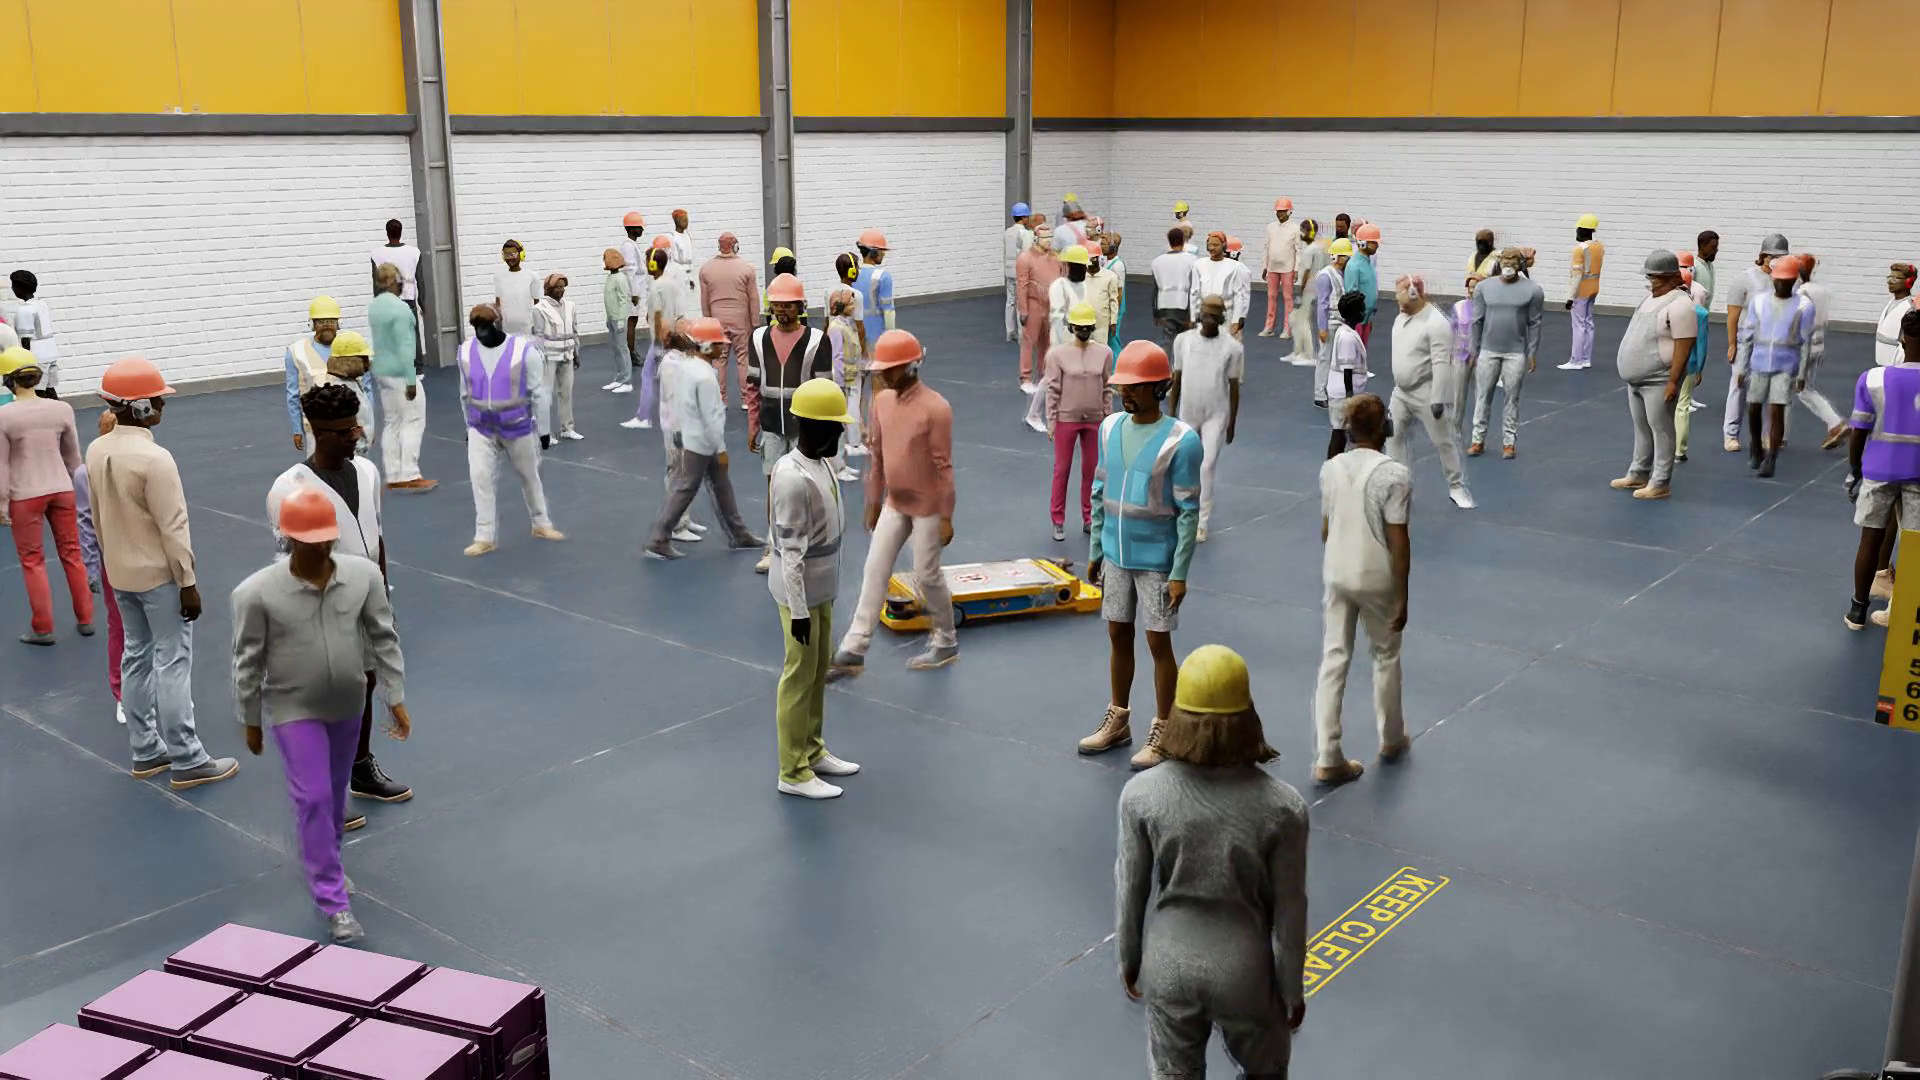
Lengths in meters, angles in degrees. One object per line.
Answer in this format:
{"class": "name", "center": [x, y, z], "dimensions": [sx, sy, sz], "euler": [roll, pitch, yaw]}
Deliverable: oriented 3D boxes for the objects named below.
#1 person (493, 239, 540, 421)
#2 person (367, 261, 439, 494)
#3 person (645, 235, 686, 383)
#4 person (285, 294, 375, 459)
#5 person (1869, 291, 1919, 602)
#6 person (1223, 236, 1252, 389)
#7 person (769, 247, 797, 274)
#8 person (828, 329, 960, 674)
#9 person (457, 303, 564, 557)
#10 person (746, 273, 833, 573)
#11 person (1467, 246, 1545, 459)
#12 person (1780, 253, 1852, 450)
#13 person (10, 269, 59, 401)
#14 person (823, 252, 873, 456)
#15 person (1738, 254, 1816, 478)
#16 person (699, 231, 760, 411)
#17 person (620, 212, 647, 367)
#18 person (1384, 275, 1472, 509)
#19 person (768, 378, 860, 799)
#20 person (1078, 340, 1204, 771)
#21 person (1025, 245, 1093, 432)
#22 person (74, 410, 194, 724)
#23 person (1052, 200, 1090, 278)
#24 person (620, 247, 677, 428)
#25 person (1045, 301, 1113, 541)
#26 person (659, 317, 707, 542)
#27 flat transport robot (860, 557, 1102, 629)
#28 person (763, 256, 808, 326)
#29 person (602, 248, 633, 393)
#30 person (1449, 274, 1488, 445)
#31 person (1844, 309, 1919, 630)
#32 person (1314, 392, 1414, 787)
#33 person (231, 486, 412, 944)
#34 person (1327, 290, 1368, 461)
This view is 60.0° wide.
{"class": "person", "center": [-4.550, -2.151, 17.114], "dimensions": [0.521, 1.874, 0.328], "euler": [1, 14, 2]}
{"class": "person", "center": [-4.708, -1.352, 13.858], "dimensions": [0.402, 1.907, 0.675], "euler": [-14, 19, -43]}
{"class": "person", "center": [-3.478, -2.705, 19.585], "dimensions": [0.568, 1.744, 0.349], "euler": [8, 16, 30]}
{"class": "person", "center": [-4.503, -0.841, 11.949], "dimensions": [0.590, 1.837, 0.404], "euler": [-8, 16, -29]}
{"class": "person", "center": [6.092, -0.613, 10.632], "dimensions": [0.379, 2.038, 0.608], "euler": [8, 16, 29]}
{"class": "person", "center": [3.130, -2.638, 19.300], "dimensions": [0.325, 1.748, 0.573], "euler": [-7, 16, -25]}
{"class": "person", "center": [-1.815, -2.184, 17.476], "dimensions": [0.341, 1.760, 0.525], "euler": [0, 14, 2]}
{"class": "person", "center": [-0.395, -0.184, 9.139], "dimensions": [0.816, 1.939, 0.647], "euler": [-12, 19, -40]}
{"class": "person", "center": [-3.253, -0.815, 11.956], "dimensions": [0.658, 1.805, 0.716], "euler": [1, 14, 3]}
{"class": "person", "center": [-1.157, -0.775, 11.258], "dimensions": [0.607, 2.048, 0.370], "euler": [3, 14, 11]}
{"class": "person", "center": [4.980, -1.712, 15.229], "dimensions": [0.628, 1.937, 0.374], "euler": [6, 15, 23]}
{"class": "person", "center": [7.943, -1.736, 15.504], "dimensions": [0.589, 1.858, 0.768], "euler": [-10, 17, -33]}
{"class": "person", "center": [-8.690, -1.697, 15.675], "dimensions": [0.321, 1.687, 0.537], "euler": [-2, 14, -7]}
{"class": "person", "center": [-1.030, -1.714, 15.369], "dimensions": [0.532, 1.870, 0.319], "euler": [12, 19, 40]}
{"class": "person", "center": [7.103, -1.514, 14.489], "dimensions": [0.548, 1.950, 0.482], "euler": [12, 18, 39]}
{"class": "person", "center": [-2.435, -2.331, 17.760], "dimensions": [0.642, 1.909, 0.408], "euler": [2, 14, 7]}
{"class": "person", "center": [-4.111, -3.169, 21.045], "dimensions": [0.365, 1.939, 0.542], "euler": [-2, 14, -9]}
{"class": "person", "center": [3.734, -1.180, 13.283], "dimensions": [0.706, 1.860, 0.690], "euler": [-6, 15, -23]}
{"class": "person", "center": [-0.660, 0.219, 7.553], "dimensions": [0.394, 1.918, 0.585], "euler": [2, 14, 9]}
{"class": "person", "center": [0.843, 0.075, 7.870], "dimensions": [0.608, 2.044, 0.372], "euler": [13, 19, 43]}
{"class": "person", "center": [1.054, -1.953, 16.326], "dimensions": [1.001, 1.878, 0.602], "euler": [13, 19, 43]}
{"class": "person", "center": [-4.219, 0.117, 8.532], "dimensions": [0.509, 1.632, 0.266], "euler": [-12, 19, -41]}
{"class": "person", "center": [1.619, -3.756, 23.181], "dimensions": [0.685, 2.000, 0.865], "euler": [-6, 15, -22]}
{"class": "person", "center": [-2.959, -2.008, 16.641], "dimensions": [0.834, 1.853, 0.554], "euler": [4, 15, 15]}
{"class": "person", "center": [0.885, -0.871, 12.214], "dimensions": [0.534, 1.767, 0.313], "euler": [-4, 15, -17]}
{"class": "person", "center": [-2.058, -0.816, 12.248], "dimensions": [0.307, 1.641, 0.514], "euler": [0, 14, 0]}
{"class": "flat transport robot", "center": [0.147, 0.322, 10.475], "dimensions": [1.431, 0.197, 0.652], "euler": [-5, 15, -20]}
{"class": "person", "center": [-1.778, -2.075, 17.165], "dimensions": [0.535, 1.697, 0.318], "euler": [8, 16, 30]}
{"class": "person", "center": [-3.939, -2.509, 19.025], "dimensions": [0.279, 1.633, 0.505], "euler": [-8, 16, -29]}
{"class": "person", "center": [4.877, -1.706, 15.806], "dimensions": [0.523, 1.638, 0.310], "euler": [11, 18, 37]}
{"class": "person", "center": [5.624, -0.398, 9.932], "dimensions": [0.603, 1.959, 0.374], "euler": [8, 16, 30]}
{"class": "person", "center": [1.914, 0.214, 7.809], "dimensions": [0.542, 1.794, 0.849], "euler": [12, 19, 40]}
{"class": "person", "center": [-2.385, 0.634, 6.302], "dimensions": [0.569, 1.708, 0.835], "euler": [-14, 19, -43]}
{"class": "person", "center": [3.169, -1.190, 13.629], "dimensions": [0.319, 1.696, 0.532], "euler": [2, 14, 9]}
